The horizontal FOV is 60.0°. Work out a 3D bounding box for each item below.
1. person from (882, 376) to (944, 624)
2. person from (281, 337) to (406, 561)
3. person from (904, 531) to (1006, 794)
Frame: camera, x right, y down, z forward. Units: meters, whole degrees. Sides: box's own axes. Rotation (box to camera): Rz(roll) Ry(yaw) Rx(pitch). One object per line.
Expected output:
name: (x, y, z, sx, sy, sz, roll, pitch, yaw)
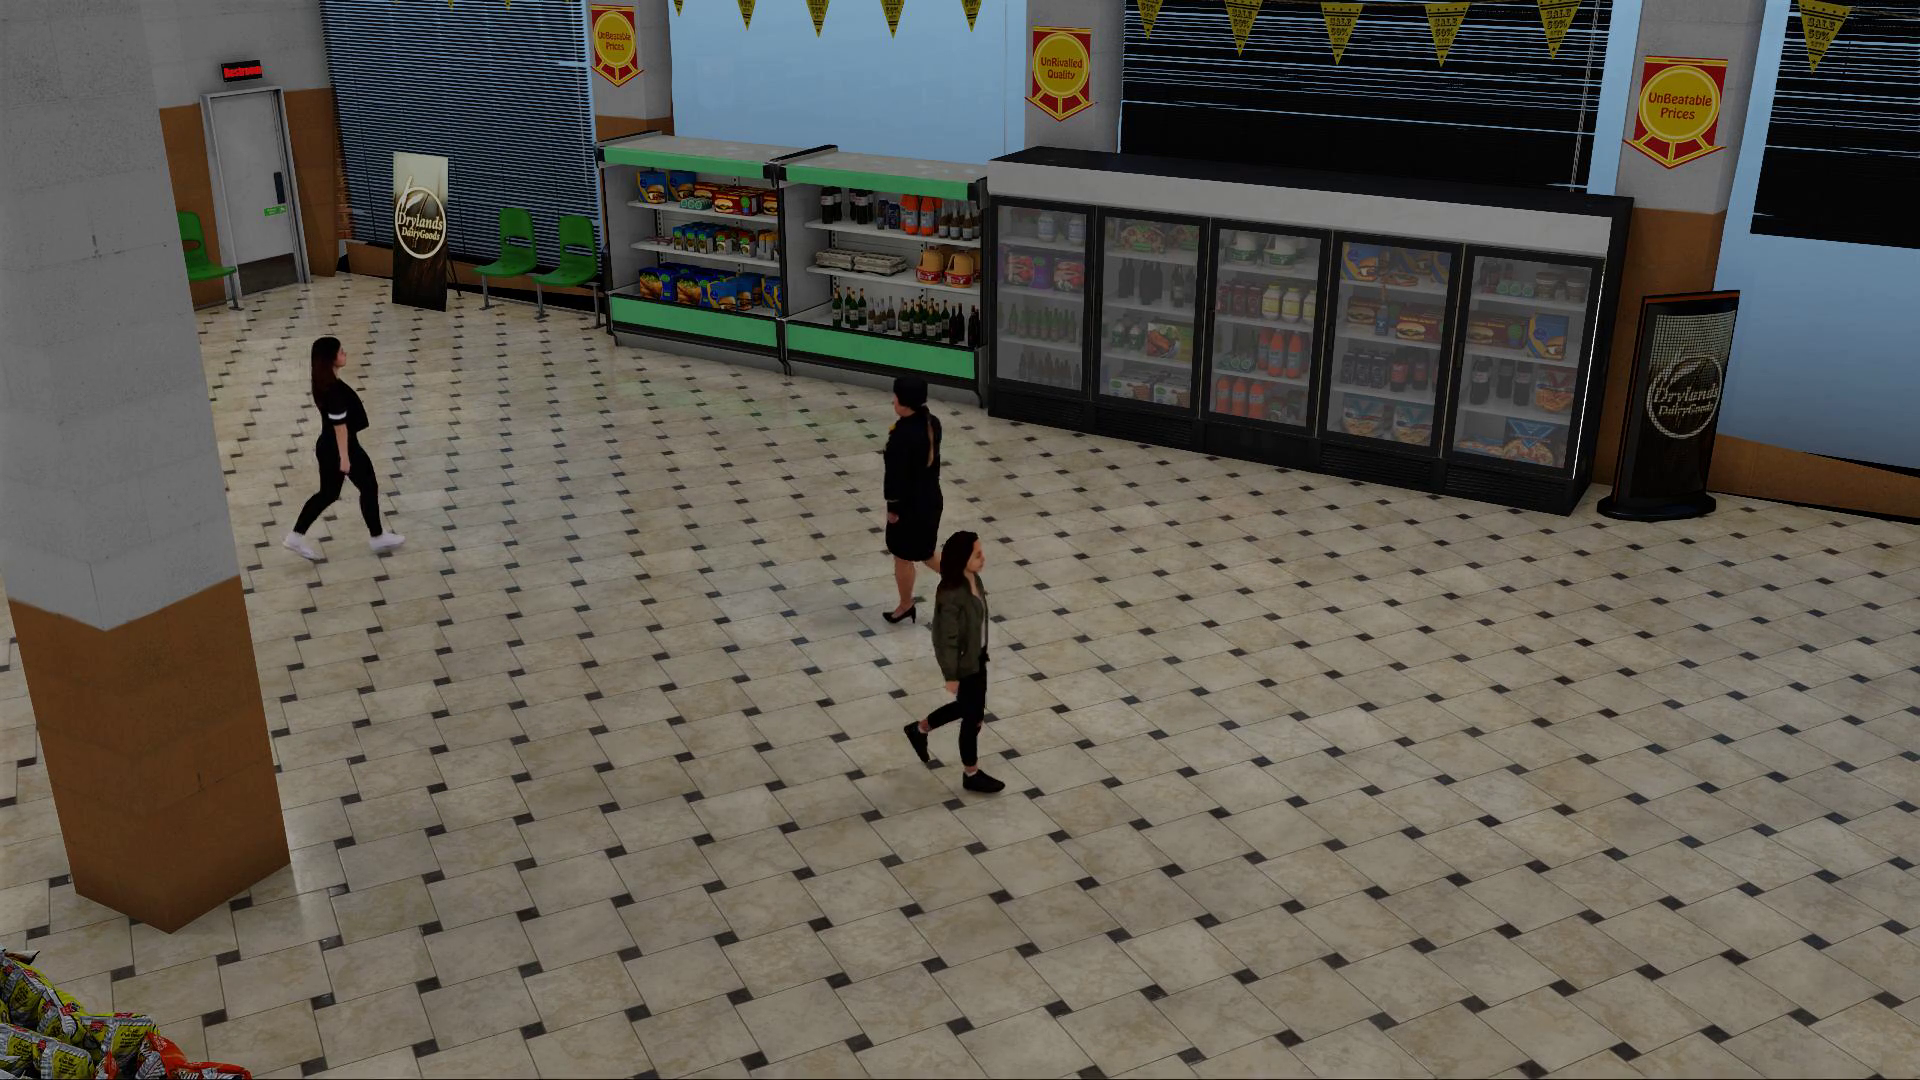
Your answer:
person: (-0.235, -0.206, 10.599, 0.832, 1.659, 0.714, 10, 24, 24)
person: (-4.427, -0.605, 11.658, 0.942, 1.611, 1.104, -16, 27, -35)
person: (-0.046, 0.645, 8.749, 0.874, 1.460, 0.674, 8, 23, 19)
